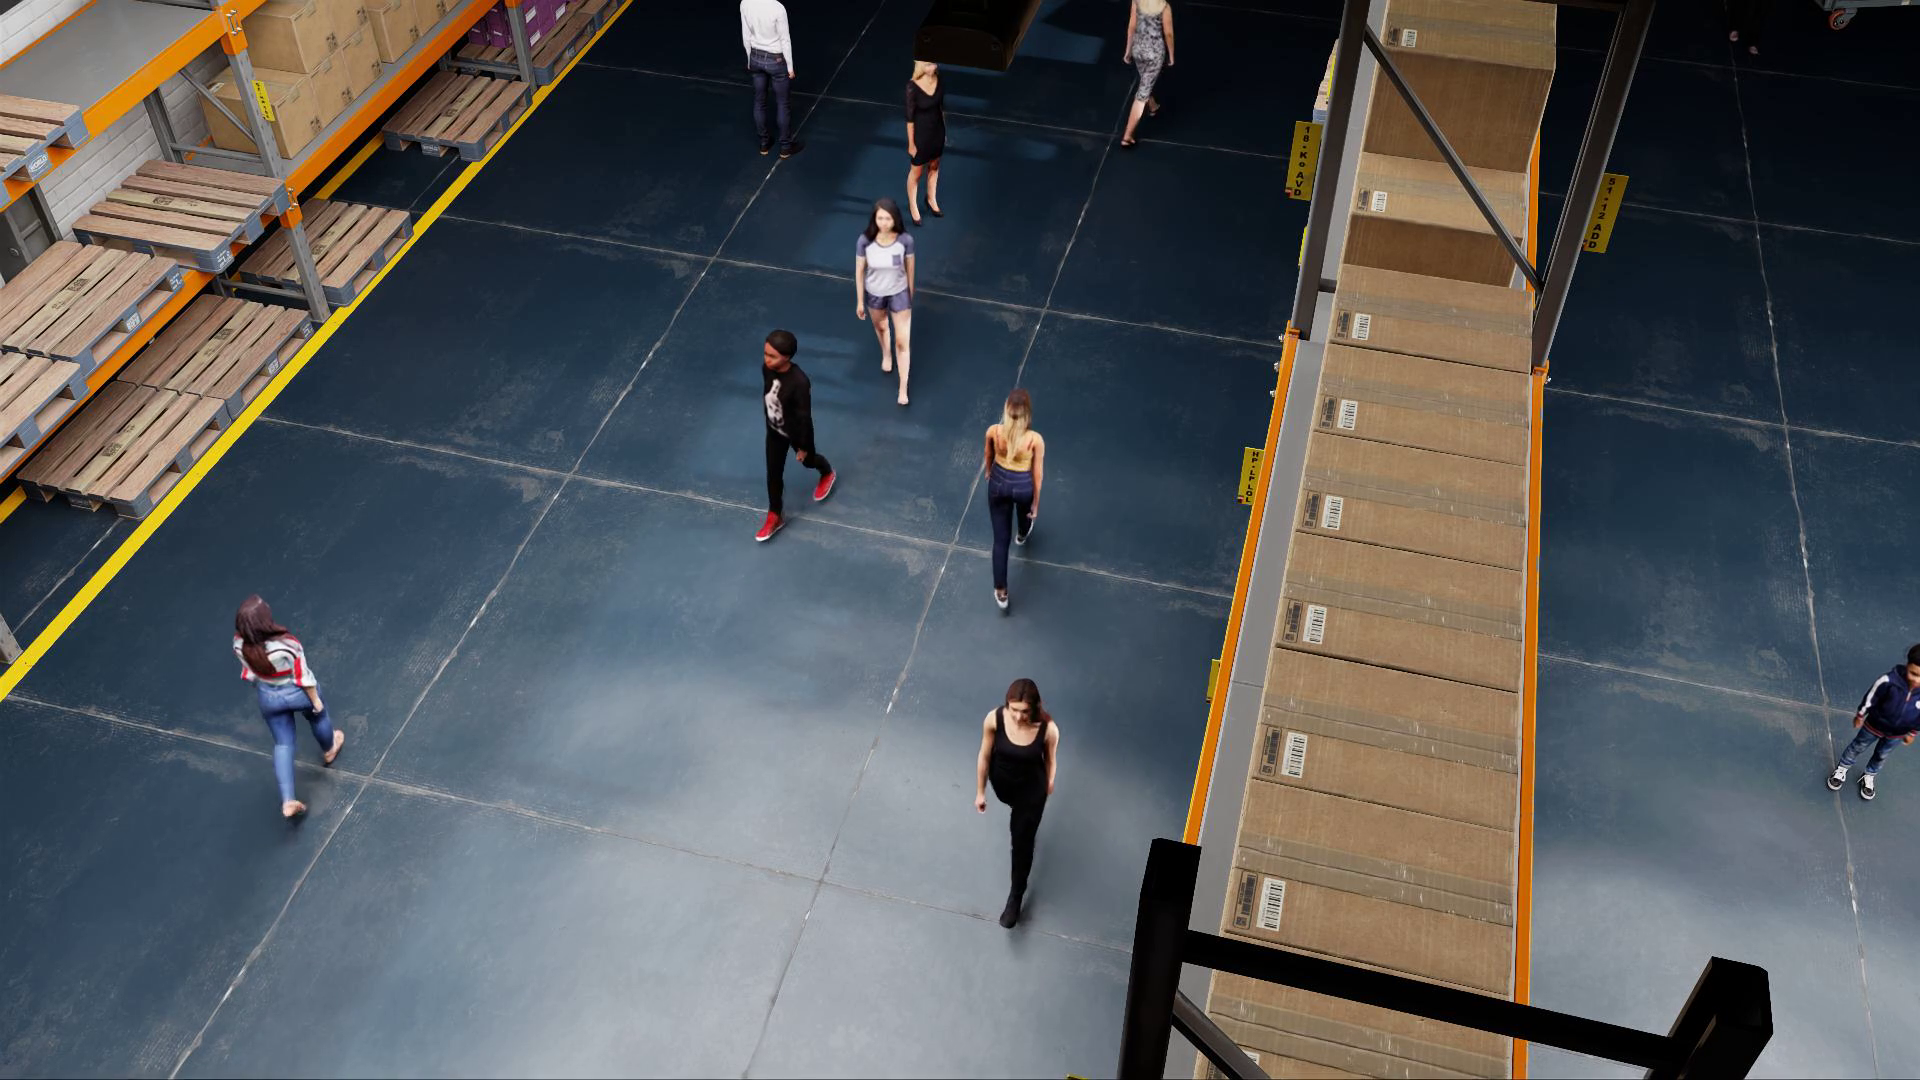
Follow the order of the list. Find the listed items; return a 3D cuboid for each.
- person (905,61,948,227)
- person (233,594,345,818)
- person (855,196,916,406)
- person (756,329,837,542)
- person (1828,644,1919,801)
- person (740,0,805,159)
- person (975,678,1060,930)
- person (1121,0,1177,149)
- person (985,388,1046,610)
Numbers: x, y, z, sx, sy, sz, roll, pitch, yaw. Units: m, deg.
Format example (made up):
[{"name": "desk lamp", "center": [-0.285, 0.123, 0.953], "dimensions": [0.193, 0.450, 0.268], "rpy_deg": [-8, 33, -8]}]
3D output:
[{"name": "person", "center": [-0.296, -3.552, 14.597], "dimensions": [0.589, 1.675, 0.682], "rpy_deg": [-29, 51, -27]}, {"name": "person", "center": [-4.038, 0.986, 9.899], "dimensions": [0.762, 1.585, 1.078], "rpy_deg": [0, 44, 0]}, {"name": "person", "center": [-0.559, -1.974, 12.939], "dimensions": [0.754, 1.677, 1.031], "rpy_deg": [2, 44, 2]}, {"name": "person", "center": [-1.137, -0.813, 11.746], "dimensions": [0.841, 1.641, 1.150], "rpy_deg": [25, 49, 24]}, {"name": "person", "center": [5.632, 1.083, 10.062], "dimensions": [0.553, 1.220, 0.537], "rpy_deg": [19, 47, 19]}, {"name": "person", "center": [-1.775, -4.434, 15.383], "dimensions": [0.644, 1.868, 0.596], "rpy_deg": [16, 46, 16]}, {"name": "person", "center": [0.346, 1.316, 9.507], "dimensions": [0.614, 1.648, 1.093], "rpy_deg": [13, 45, 13]}, {"name": "person", "center": [1.708, -4.465, 15.577], "dimensions": [0.877, 1.646, 1.222], "rpy_deg": [26, 50, 25]}, {"name": "person", "center": [0.336, -0.254, 11.209], "dimensions": [0.605, 1.574, 1.148], "rpy_deg": [9, 44, 9]}]
